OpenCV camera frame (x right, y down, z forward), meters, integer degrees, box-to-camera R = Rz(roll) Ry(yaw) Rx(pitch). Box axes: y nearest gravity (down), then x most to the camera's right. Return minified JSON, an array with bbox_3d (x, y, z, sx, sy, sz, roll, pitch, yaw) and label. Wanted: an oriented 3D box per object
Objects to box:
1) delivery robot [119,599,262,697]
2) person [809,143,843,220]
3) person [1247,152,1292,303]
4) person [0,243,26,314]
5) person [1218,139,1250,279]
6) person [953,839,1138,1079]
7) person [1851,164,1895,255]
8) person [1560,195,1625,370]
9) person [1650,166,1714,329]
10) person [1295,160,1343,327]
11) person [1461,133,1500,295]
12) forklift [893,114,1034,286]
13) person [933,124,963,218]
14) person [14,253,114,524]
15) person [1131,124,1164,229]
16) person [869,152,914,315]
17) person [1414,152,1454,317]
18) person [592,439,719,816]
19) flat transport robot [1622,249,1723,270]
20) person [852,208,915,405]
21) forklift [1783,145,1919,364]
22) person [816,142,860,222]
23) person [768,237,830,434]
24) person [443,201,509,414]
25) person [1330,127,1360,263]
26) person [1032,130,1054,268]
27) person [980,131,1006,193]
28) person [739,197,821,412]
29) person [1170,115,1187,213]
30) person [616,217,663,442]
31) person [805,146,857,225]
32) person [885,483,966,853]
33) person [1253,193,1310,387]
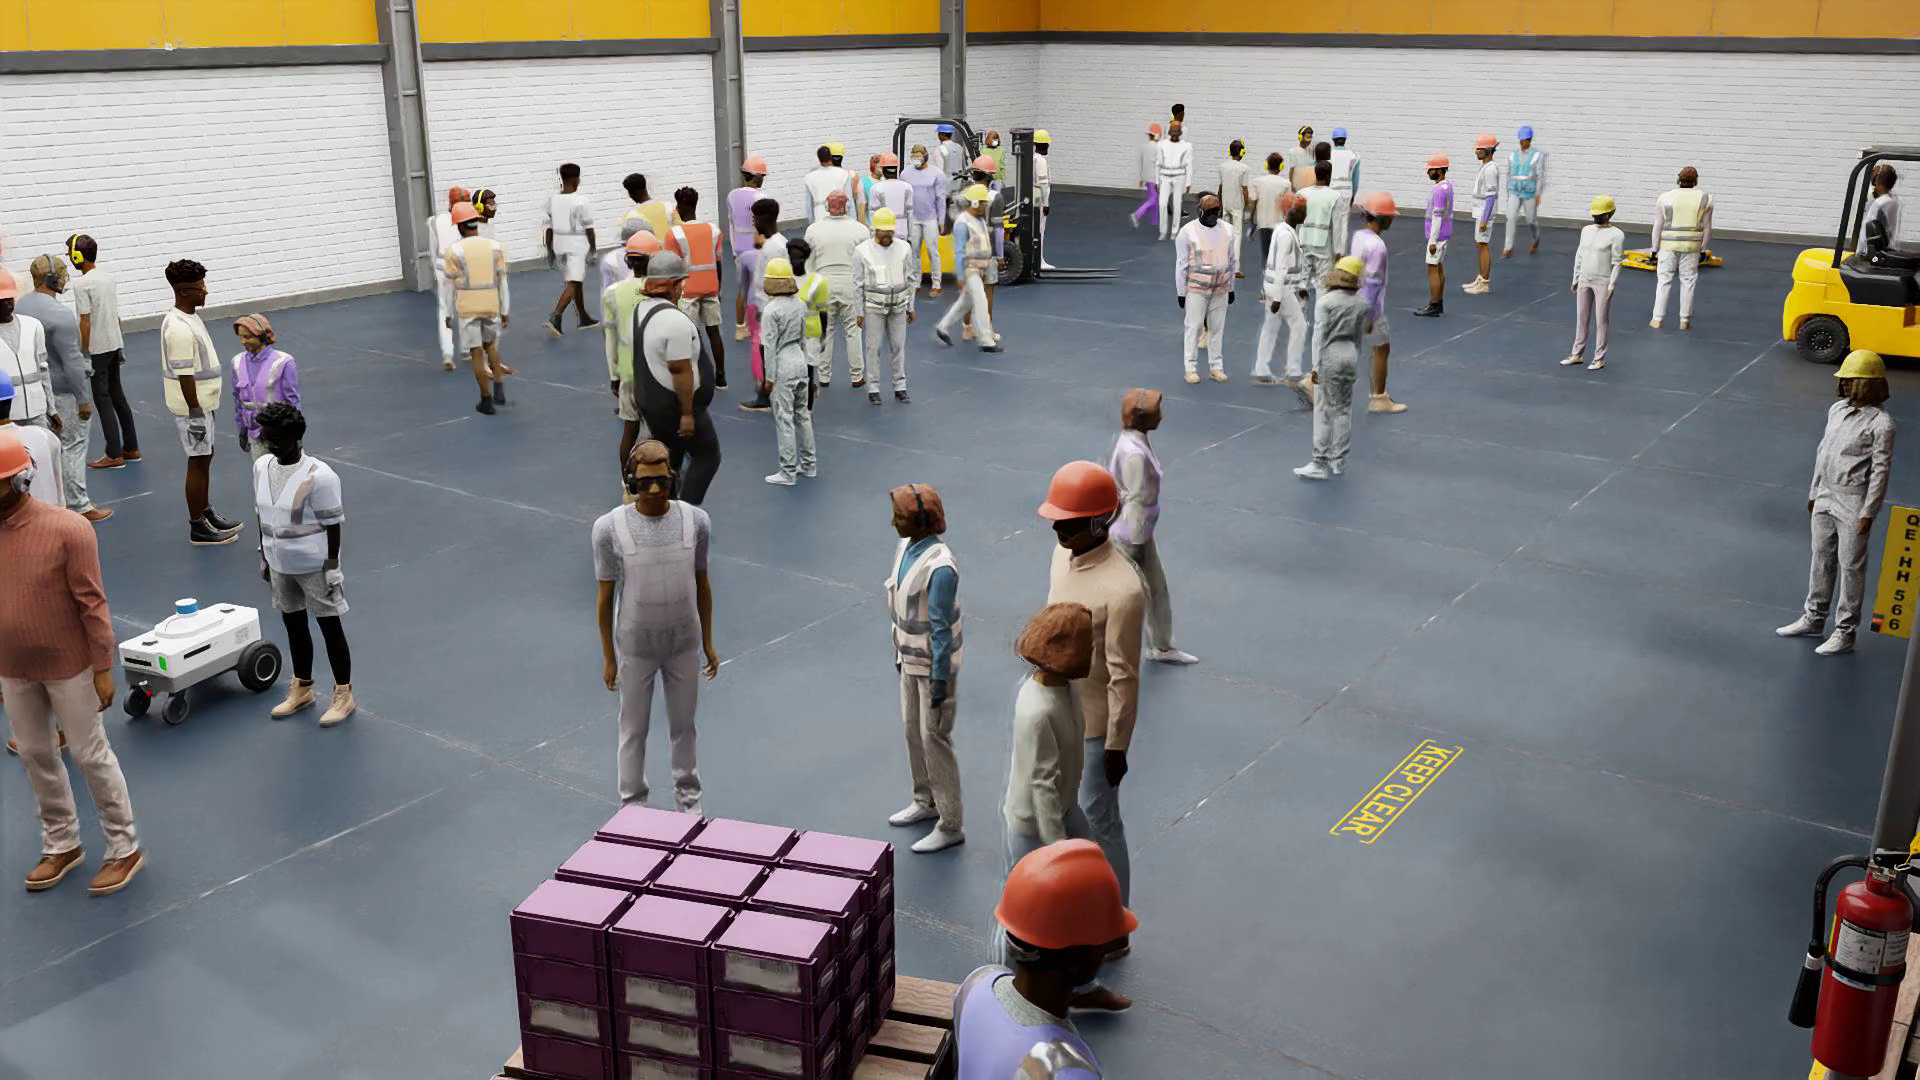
[{"bbox_3d":[-4.055,0.552,8.781,0.477,0.478,0.707,7,19,21],"label":"delivery robot"},{"bbox_3d":[-1.847,-4.695,23.405,0.527,1.759,0.344,-5,18,-15],"label":"person"},{"bbox_3d":[3.902,-3.901,20.768,0.582,1.851,0.521,8,20,25],"label":"person"},{"bbox_3d":[-7.702,-1.518,13.256,0.588,1.888,0.653,2,18,7],"label":"person"},{"bbox_3d":[3.722,-4.487,22.590,0.509,1.860,0.334,17,24,42],"label":"person"},{"bbox_3d":[0.188,1.541,3.623,0.386,1.929,0.543,-7,19,-20],"label":"person"},{"bbox_3d":[10.525,-3.400,19.213,0.429,1.845,0.621,11,21,31],"label":"person"},{"bbox_3d":[6.441,-2.613,16.882,0.318,1.764,0.522,-11,21,-32],"label":"person"},{"bbox_3d":[8.217,-3.331,19.000,0.626,1.844,0.429,5,19,16],"label":"person"},{"bbox_3d":[4.045,-3.331,18.873,0.598,1.917,0.375,14,23,37],"label":"person"},{"bbox_3d":[6.672,-4.168,21.295,0.396,2.038,0.615,4,18,12],"label":"person"},{"bbox_3d":[-0.171,-4.594,22.377,2.313,2.155,1.214,1,18,3],"label":"forklift"},{"bbox_3d":[-0.206,-5.319,25.059,0.405,1.942,0.624,13,22,36],"label":"person"},{"bbox_3d":[-6.339,-1.046,11.716,0.639,1.928,0.374,12,21,33],"label":"person"},{"bbox_3d":[3.156,-6.017,27.578,0.721,1.732,0.564,-9,20,-26],"label":"person"},{"bbox_3d":[-0.828,-3.641,19.830,0.544,1.930,0.387,-7,19,-21],"label":"person"},{"bbox_3d":[5.641,-3.623,19.777,0.388,1.928,0.549,8,19,23],"label":"person"},{"bbox_3d":[-1.286,0.461,7.132,0.505,1.845,0.346,-8,19,-23],"label":"person"},{"bbox_3d":[10.127,-4.031,23.726,1.431,0.197,0.652,-9,20,-27],"label":"flat transport robot"},{"bbox_3d":[-0.696,-2.155,15.365,0.601,1.818,0.403,-7,19,-21],"label":"person"},{"bbox_3d":[9.803,-2.879,17.013,2.313,2.155,1.214,12,21,33],"label":"forklift"},{"bbox_3d":[-1.565,-4.108,21.291,0.591,1.926,0.386,-2,18,-7],"label":"person"},{"bbox_3d":[-1.383,-1.793,14.429,0.545,1.685,0.543,3,18,10],"label":"person"},{"bbox_3d":[-4.361,-2.085,15.002,0.539,1.906,0.475,-14,22,-36],"label":"person"},{"bbox_3d":[5.448,-4.983,24.055,0.621,1.917,0.502,2,18,5],"label":"person"},{"bbox_3d":[1.114,-4.787,23.412,0.363,1.927,0.587,-6,19,-18],"label":"person"},{"bbox_3d":[0.523,-5.927,27.472,0.497,1.626,0.287,-9,20,-26],"label":"person"},{"bbox_3d":[-1.641,-2.076,14.912,0.813,1.942,0.664,1,18,3],"label":"person"},{"bbox_3d":[3.848,-6.714,29.698,0.526,1.771,0.310,14,23,38],"label":"person"},{"bbox_3d":[-2.461,-1.503,12.959,0.536,2.000,0.687,3,18,9],"label":"person"},{"bbox_3d":[-1.619,-4.066,21.242,0.679,1.870,0.735,1,18,4],"label":"person"},{"bbox_3d":[-0.145,0.540,7.235,0.313,1.627,0.527,-7,19,-21],"label":"person"},{"bbox_3d":[3.209,-2.398,16.047,0.729,1.855,0.566,1,18,2],"label":"person"}]
